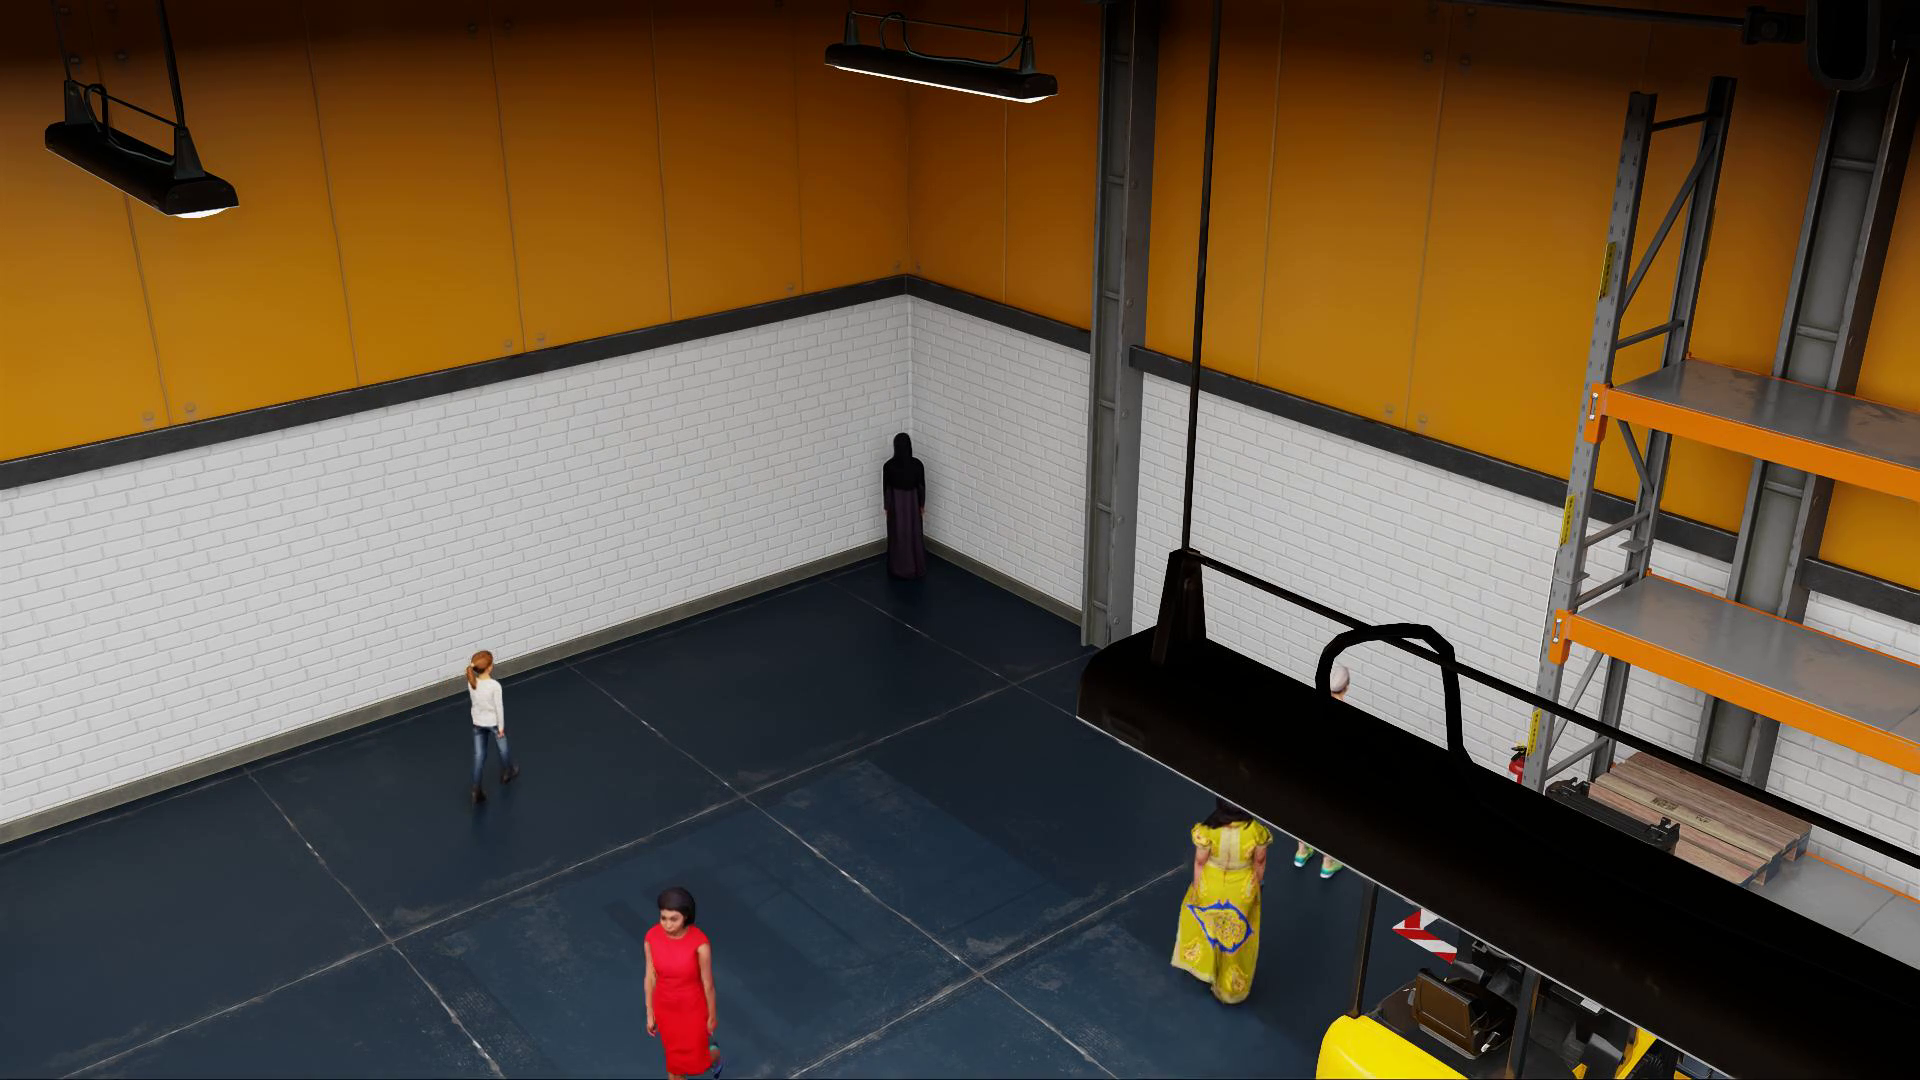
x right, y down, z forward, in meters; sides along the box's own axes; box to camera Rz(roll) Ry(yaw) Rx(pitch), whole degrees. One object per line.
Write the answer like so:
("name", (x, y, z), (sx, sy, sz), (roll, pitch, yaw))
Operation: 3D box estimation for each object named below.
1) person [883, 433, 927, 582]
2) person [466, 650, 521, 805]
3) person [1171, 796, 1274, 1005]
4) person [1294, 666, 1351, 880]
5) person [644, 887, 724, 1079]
("person", (-0.584, -0.358, 17.343), (0.708, 1.614, 0.755), (-1, 24, -2))
("person", (-3.859, 1.523, 13.436), (0.885, 1.296, 0.871), (6, 24, 13))
("person", (1.774, 2.382, 11.036), (0.930, 1.644, 0.990), (2, 24, 5))
("person", (2.752, 1.725, 12.472), (0.511, 1.699, 0.683), (20, 30, 38))
("person", (-1.642, 2.787, 10.008), (0.836, 1.727, 0.873), (5, 24, 11))
